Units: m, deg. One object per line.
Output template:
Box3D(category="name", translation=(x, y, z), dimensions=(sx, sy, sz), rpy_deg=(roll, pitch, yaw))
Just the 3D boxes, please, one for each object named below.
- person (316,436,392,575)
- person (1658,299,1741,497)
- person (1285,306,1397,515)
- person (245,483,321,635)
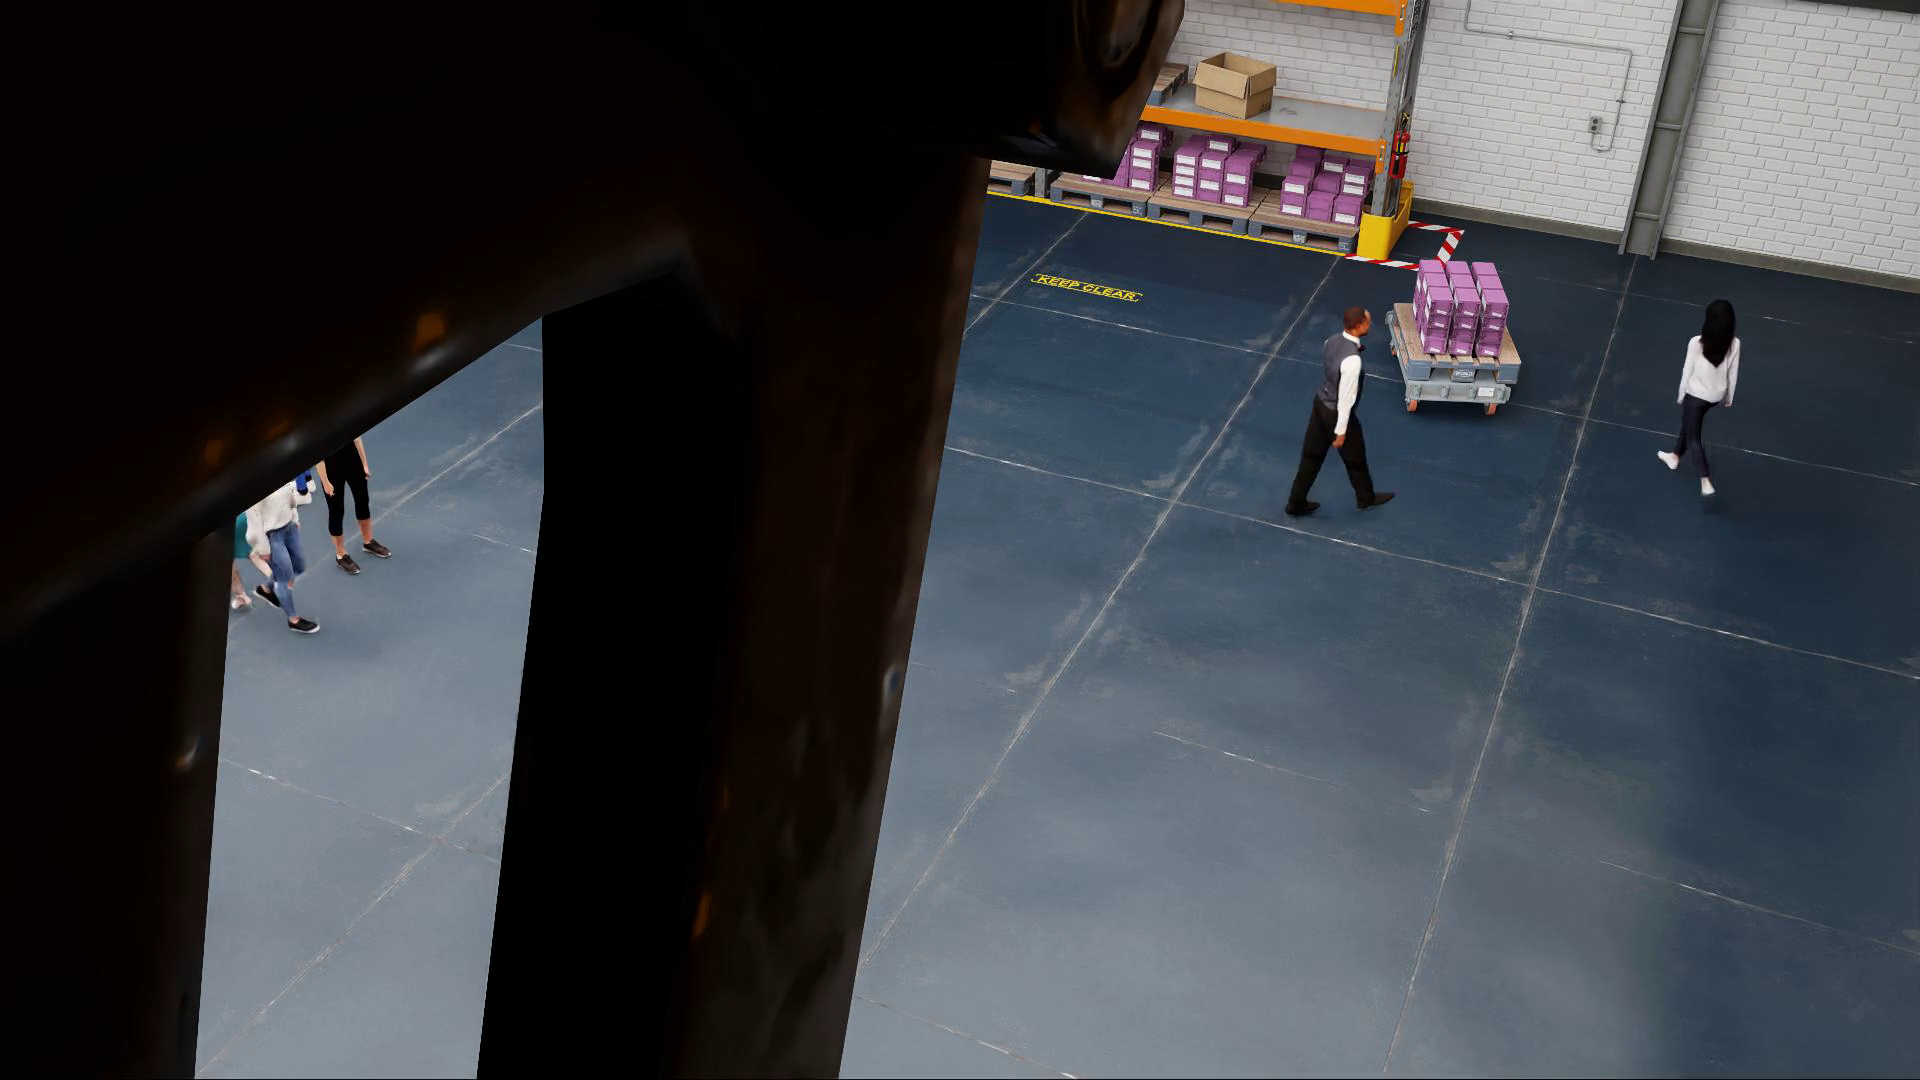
Box3D(category="person", translation=(-4.853, -0.554, 13.044), dimensions=(0.580, 1.722, 0.604), rpy_deg=(23, 40, 30))
Box3D(category="person", translation=(6.300, -1.151, 14.006), dimensions=(1.114, 1.652, 1.077), rpy_deg=(-5, 34, -7))
Box3D(category="person", translation=(2.979, -1.012, 13.593), dimensions=(1.273, 1.877, 1.154), rpy_deg=(-8, 34, -12))
Box3D(category="person", translation=(-5.136, -0.039, 12.307), dimensions=(0.830, 1.680, 0.720), rpy_deg=(7, 34, 10))
